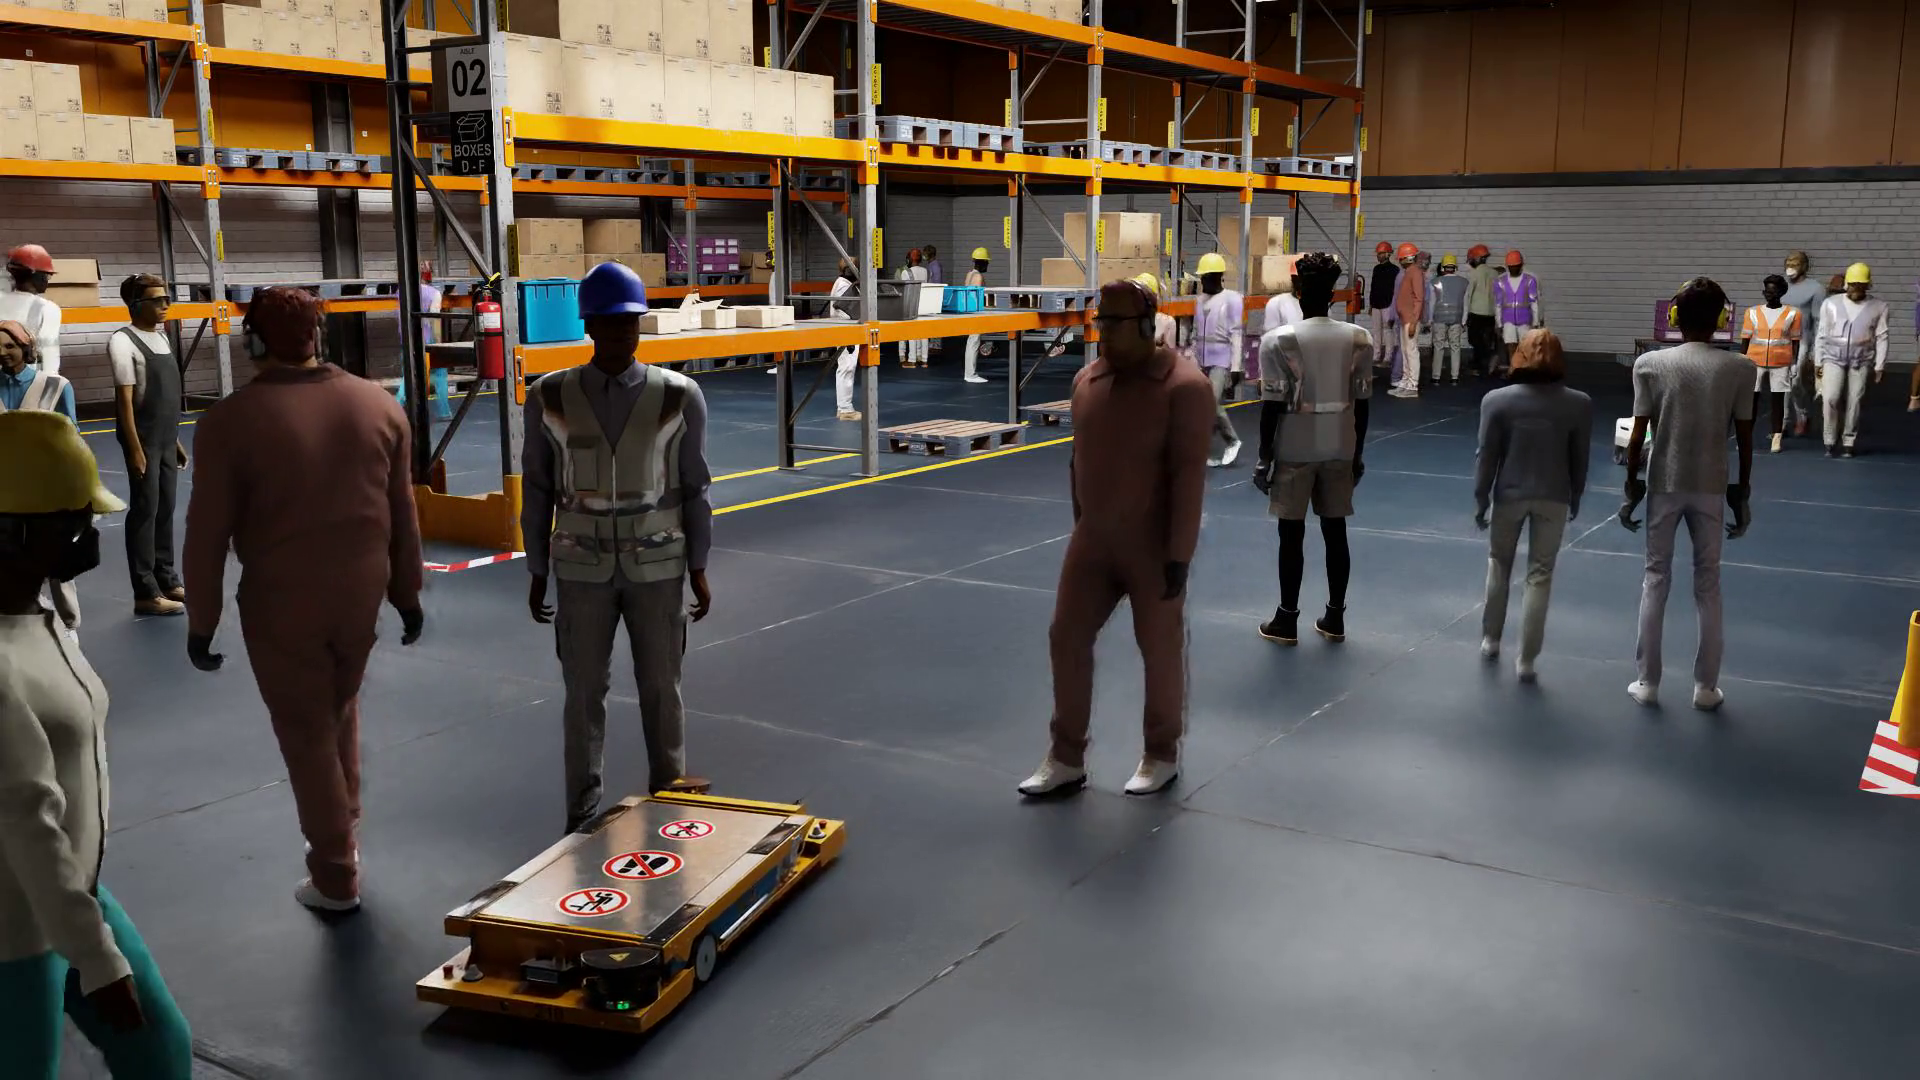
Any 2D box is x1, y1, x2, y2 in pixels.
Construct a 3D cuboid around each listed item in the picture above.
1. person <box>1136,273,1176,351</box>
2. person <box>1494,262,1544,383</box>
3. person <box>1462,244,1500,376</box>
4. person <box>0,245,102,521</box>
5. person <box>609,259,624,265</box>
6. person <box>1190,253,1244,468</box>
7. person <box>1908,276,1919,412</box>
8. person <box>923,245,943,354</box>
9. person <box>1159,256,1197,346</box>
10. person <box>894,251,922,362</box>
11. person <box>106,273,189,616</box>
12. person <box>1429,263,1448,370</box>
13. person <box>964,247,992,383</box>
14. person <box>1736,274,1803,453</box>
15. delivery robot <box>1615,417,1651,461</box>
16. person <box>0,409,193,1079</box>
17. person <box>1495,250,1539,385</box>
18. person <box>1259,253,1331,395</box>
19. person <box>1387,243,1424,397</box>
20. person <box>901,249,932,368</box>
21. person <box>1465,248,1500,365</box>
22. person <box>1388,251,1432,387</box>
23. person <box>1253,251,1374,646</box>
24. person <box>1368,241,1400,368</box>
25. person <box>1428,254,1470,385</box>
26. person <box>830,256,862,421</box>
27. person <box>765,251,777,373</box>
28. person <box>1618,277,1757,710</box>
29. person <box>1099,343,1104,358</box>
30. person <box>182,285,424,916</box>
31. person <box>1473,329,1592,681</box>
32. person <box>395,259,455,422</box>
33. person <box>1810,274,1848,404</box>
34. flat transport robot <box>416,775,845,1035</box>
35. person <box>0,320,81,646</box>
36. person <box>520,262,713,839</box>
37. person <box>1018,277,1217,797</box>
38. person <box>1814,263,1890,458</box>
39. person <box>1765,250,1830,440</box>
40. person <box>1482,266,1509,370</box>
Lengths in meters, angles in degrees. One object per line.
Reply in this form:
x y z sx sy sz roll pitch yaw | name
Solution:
1.464 -1.252 13.346 0.522 1.764 0.318 2 10 10 | person
7.991 -3.184 23.797 0.653 1.872 1.065 9 13 39 | person
7.743 -3.385 24.595 0.617 1.967 0.802 -4 11 -23 | person
-6.457 -1.048 11.605 0.620 1.986 1.038 2 10 12 | person
-3.698 -2.113 17.991 0.518 1.828 0.959 5 11 26 | person
2.234 -1.566 14.671 0.422 1.908 0.607 -6 12 -30 | person
11.447 -2.481 19.424 0.397 2.038 0.614 -4 11 -19 | person
-0.486 -4.265 29.561 0.374 1.934 0.628 -2 11 -14 | person
2.976 -3.028 22.991 0.625 1.836 0.429 0 10 -1 | person
-0.795 -3.882 27.690 0.620 1.845 0.430 -3 11 -18 | person
-4.385 -0.520 9.053 0.344 1.847 0.504 0 10 0 | person
7.495 -3.471 25.829 0.416 1.681 0.551 7 13 36 | person
0.258 -3.200 23.709 0.406 1.918 0.588 -2 10 -9 | person
7.731 -1.683 15.899 0.542 1.699 0.316 6 12 32 | person
6.093 -0.943 14.714 0.477 0.478 0.707 0 10 -1 | delivery robot
-1.464 0.648 2.875 0.677 1.744 0.540 -3 11 -16 | person
7.596 -3.006 22.699 0.577 1.898 0.758 4 11 22 | person
2.730 -1.319 13.275 0.580 1.915 0.680 -3 11 -15 | person
5.779 -2.832 21.481 0.398 1.984 0.609 0 10 1 | person
-0.703 -3.669 26.402 0.576 1.882 0.355 -8 13 -39 | person
8.479 -3.766 26.896 0.630 1.892 0.612 -7 13 -36 | person
6.223 -3.020 22.867 0.645 1.861 0.700 -3 11 -17 | person
1.756 -0.447 8.317 0.607 1.966 0.367 -3 11 -15 | person
6.726 -3.743 26.493 0.380 1.996 0.608 -5 11 -26 | person
6.786 -3.065 23.191 0.590 1.833 0.404 0 10 -2 | person
-1.244 -2.268 18.755 0.429 1.840 0.634 -2 10 -9 | person
-2.799 -3.459 25.316 0.328 1.862 0.501 -2 10 -9 | person
3.141 -0.195 7.202 0.534 1.864 0.310 4 11 20 | person
2.208 -3.339 24.442 0.542 1.929 0.374 1 10 5 | person
-2.035 0.177 5.068 0.695 1.882 0.681 8 13 39 | person
2.680 -0.181 7.821 0.496 1.606 0.693 4 11 21 | person
-5.917 -2.166 18.262 0.570 1.819 0.864 5 12 27 | person
10.583 -2.410 20.155 0.519 1.618 0.344 6 12 32 | person
-0.899 1.016 4.899 0.652 0.197 1.431 3 11 17 | flat transport robot
-4.581 -0.255 8.155 0.525 1.639 0.307 -3 11 -16 | person
-1.115 0.080 5.436 0.614 1.949 0.375 -1 10 -8 | person
0.549 0.024 5.936 0.654 1.887 0.753 8 13 39 | person
8.237 -1.647 15.389 0.608 1.804 0.577 6 12 29 | person
8.372 -1.953 16.791 0.433 1.926 0.642 -6 12 -30 | person
8.443 -3.460 25.973 0.404 1.626 0.637 -9 14 -41 | person
